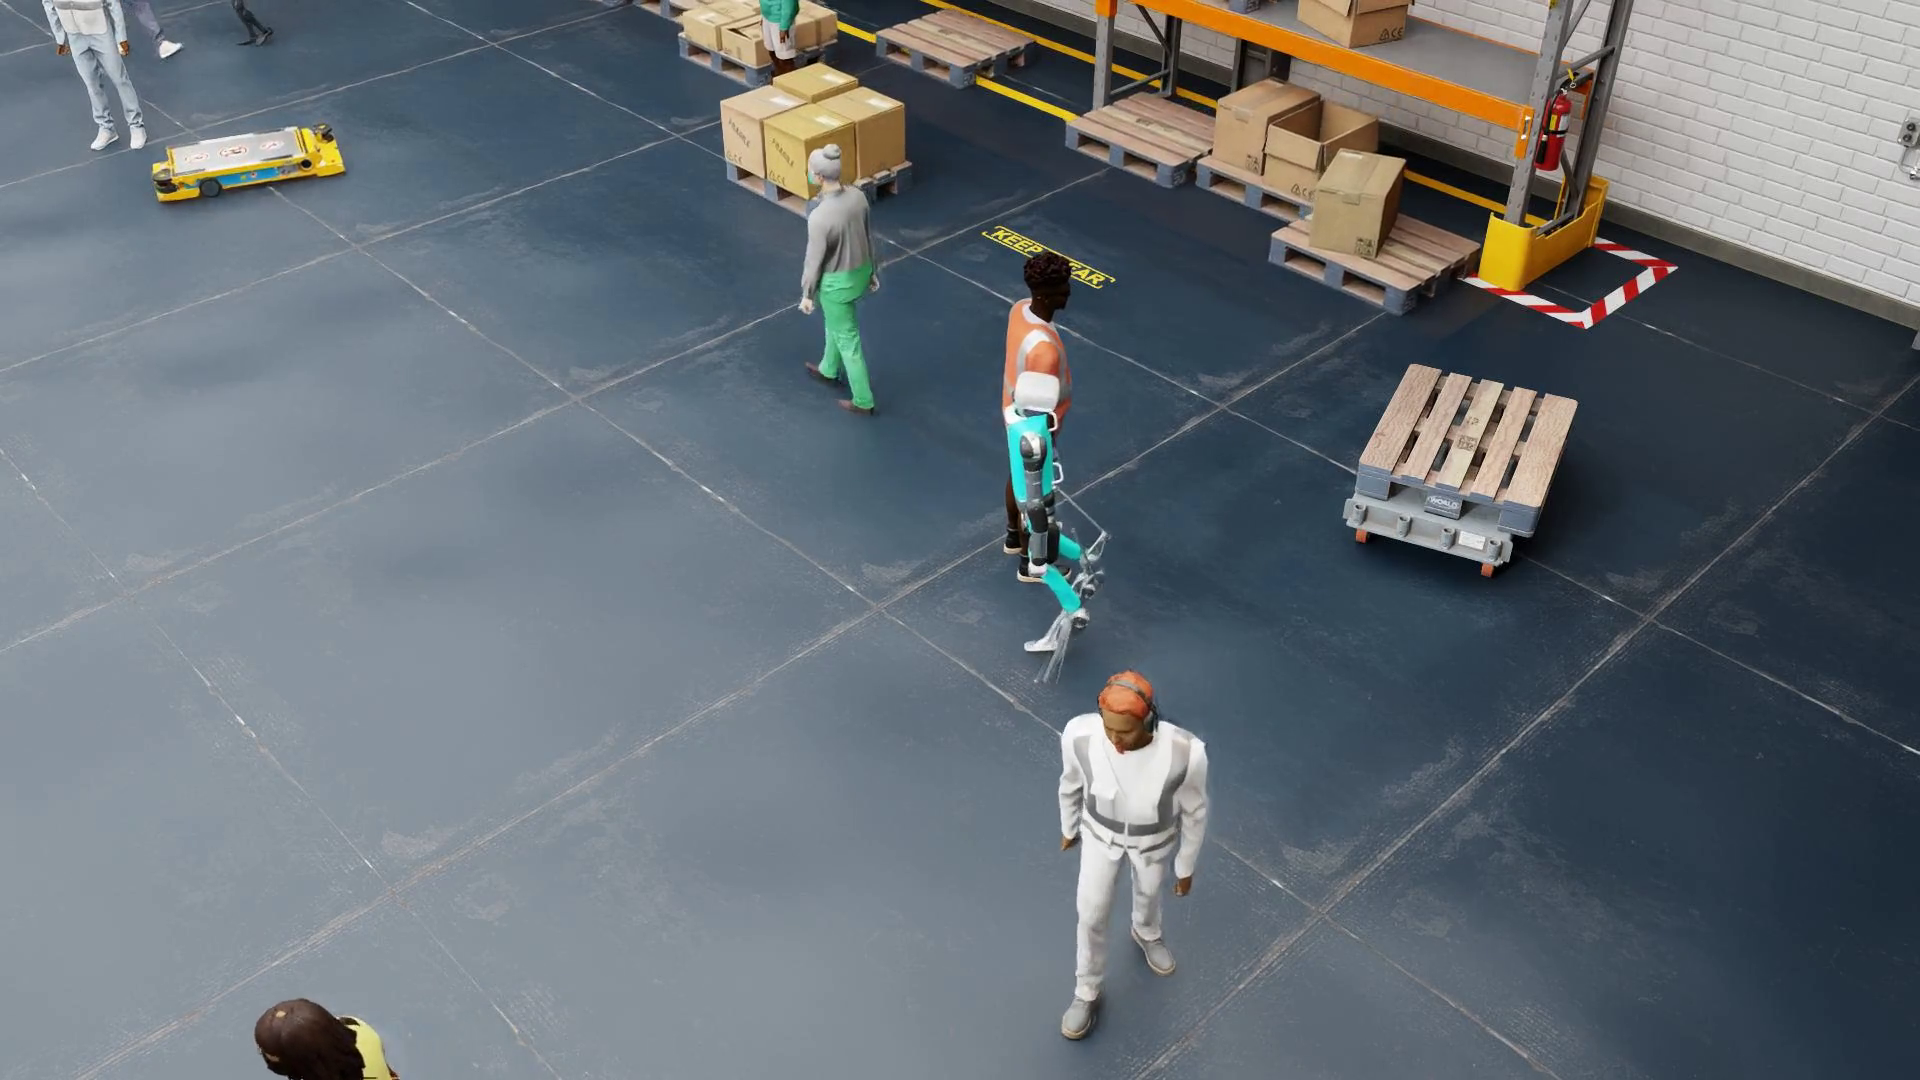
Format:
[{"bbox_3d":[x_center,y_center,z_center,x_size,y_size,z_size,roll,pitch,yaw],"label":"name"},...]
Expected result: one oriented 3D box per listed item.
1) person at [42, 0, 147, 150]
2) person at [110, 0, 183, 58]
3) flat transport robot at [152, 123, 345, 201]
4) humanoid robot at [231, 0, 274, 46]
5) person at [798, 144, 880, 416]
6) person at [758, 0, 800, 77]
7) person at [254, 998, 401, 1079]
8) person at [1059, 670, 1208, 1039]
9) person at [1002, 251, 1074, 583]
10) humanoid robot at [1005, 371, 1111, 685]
[{"bbox_3d":[-7.144,-4.162,13.676,0.590,1.917,0.380,0,37,-1],"label":"person"},{"bbox_3d":[-7.785,-5.329,15.295,0.978,1.811,0.838,19,41,24],"label":"person"},{"bbox_3d":[-5.842,-3.098,13.634,1.431,0.231,0.659,-15,40,-19],"label":"flat transport robot"},{"bbox_3d":[-6.869,-5.487,15.638,0.596,1.635,0.344,30,46,33],"label":"humanoid robot"},{"bbox_3d":[-0.844,-1.662,10.446,0.811,1.816,0.543,22,42,26],"label":"person"},{"bbox_3d":[-1.537,-4.434,14.094,0.391,1.848,0.496,-17,40,-21],"label":"person"},{"bbox_3d":[-2.057,2.116,5.527,0.963,1.709,0.493,-4,37,-5],"label":"person"},{"bbox_3d":[0.680,1.189,6.662,0.592,1.851,0.688,8,38,10],"label":"person"},{"bbox_3d":[0.416,-0.662,9.003,0.372,1.965,0.606,-7,38,-9],"label":"person"},{"bbox_3d":[0.550,-0.027,8.403,0.666,1.857,0.543,-2,37,-3],"label":"humanoid robot"}]
